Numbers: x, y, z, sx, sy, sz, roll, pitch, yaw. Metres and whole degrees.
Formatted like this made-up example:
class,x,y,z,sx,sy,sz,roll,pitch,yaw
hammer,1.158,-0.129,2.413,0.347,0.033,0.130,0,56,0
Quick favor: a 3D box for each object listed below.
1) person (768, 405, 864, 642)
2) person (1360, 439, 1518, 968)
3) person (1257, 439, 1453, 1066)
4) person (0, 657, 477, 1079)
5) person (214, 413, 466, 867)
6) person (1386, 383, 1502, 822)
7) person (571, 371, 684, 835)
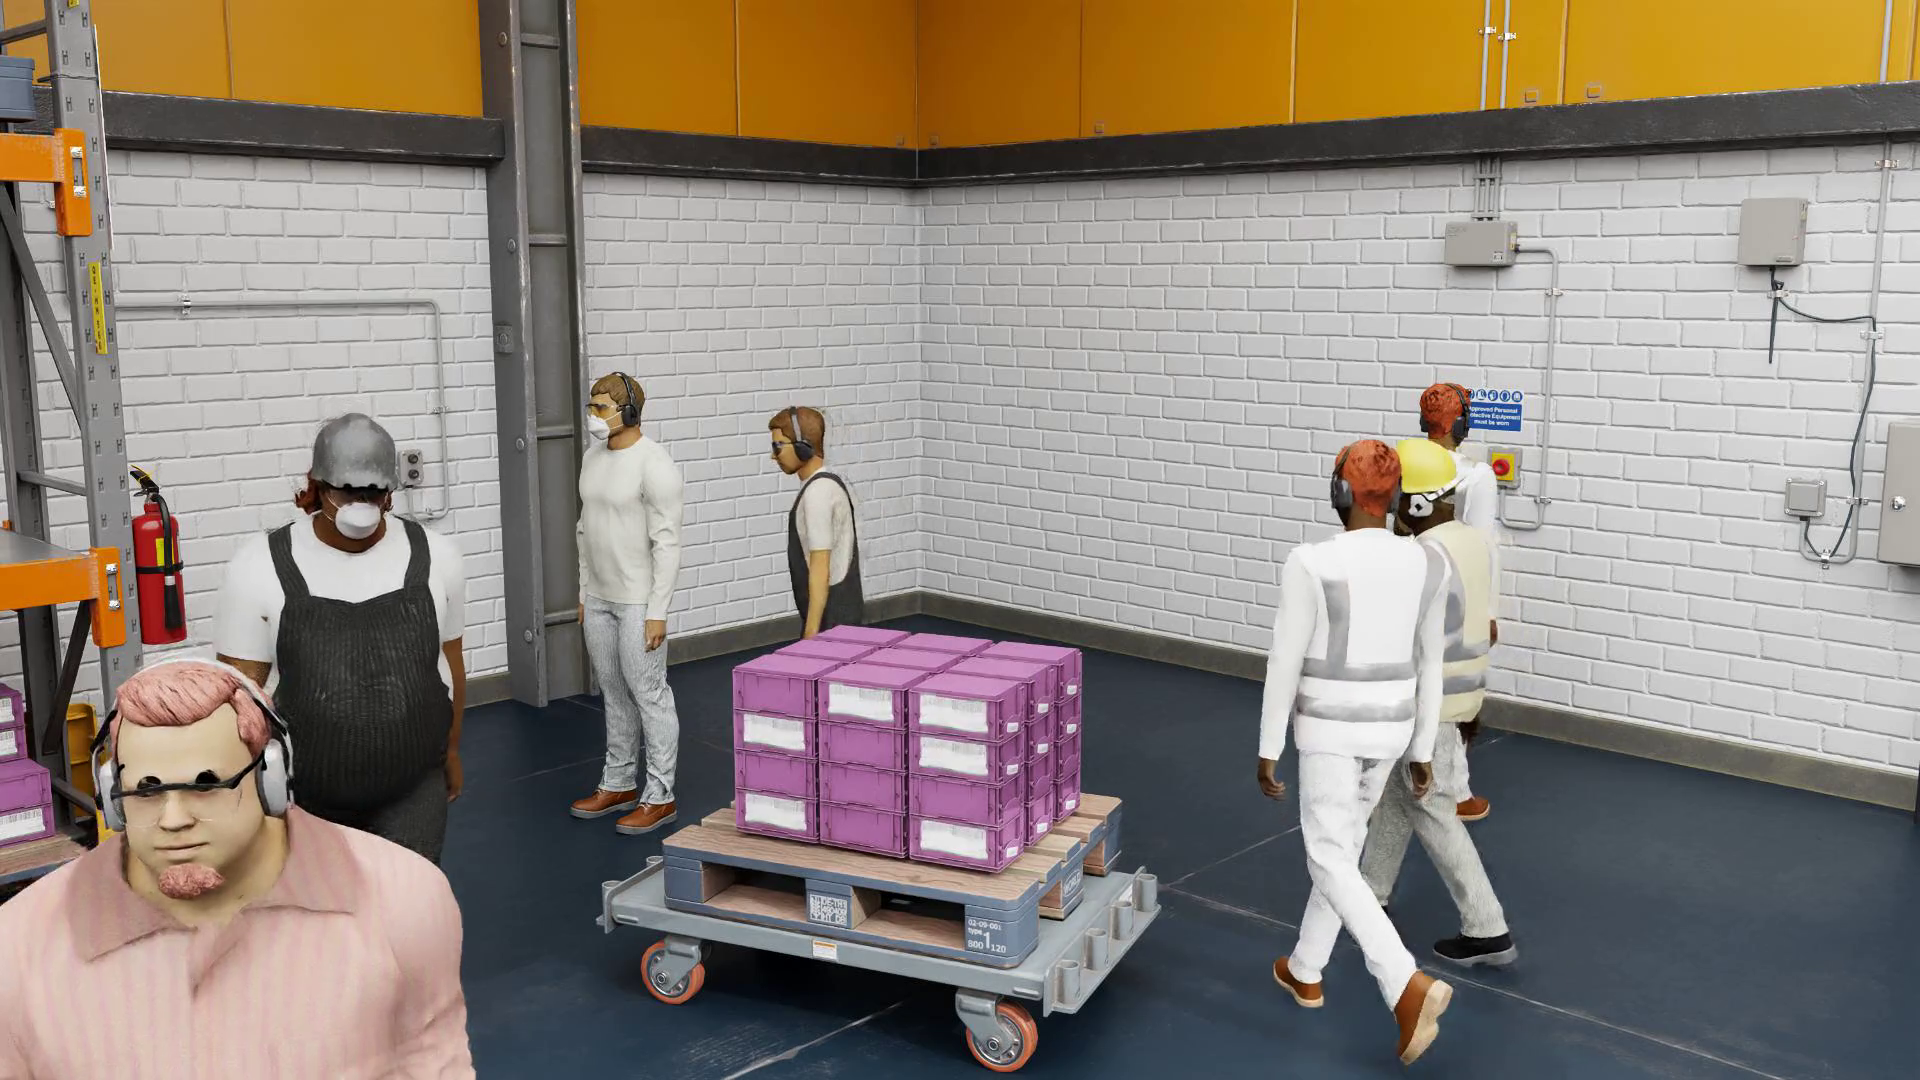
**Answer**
class,x,y,z,sx,sy,sz,roll,pitch,yaw
person,-0.465,0.352,6.870,0.751,1.814,0.577,-1,9,-4
person,1.608,0.560,5.706,0.801,1.808,0.608,7,11,35
person,1.242,0.625,5.067,0.608,1.855,0.831,-3,10,-17
person,-0.971,1.083,2.202,0.676,1.862,0.929,-3,10,-16
person,-1.768,0.569,4.823,0.698,2.000,1.075,-4,10,-25
person,2.048,0.270,7.140,0.355,1.883,0.573,-9,13,-43
person,-1.413,0.261,7.026,0.632,1.940,0.372,9,13,43
